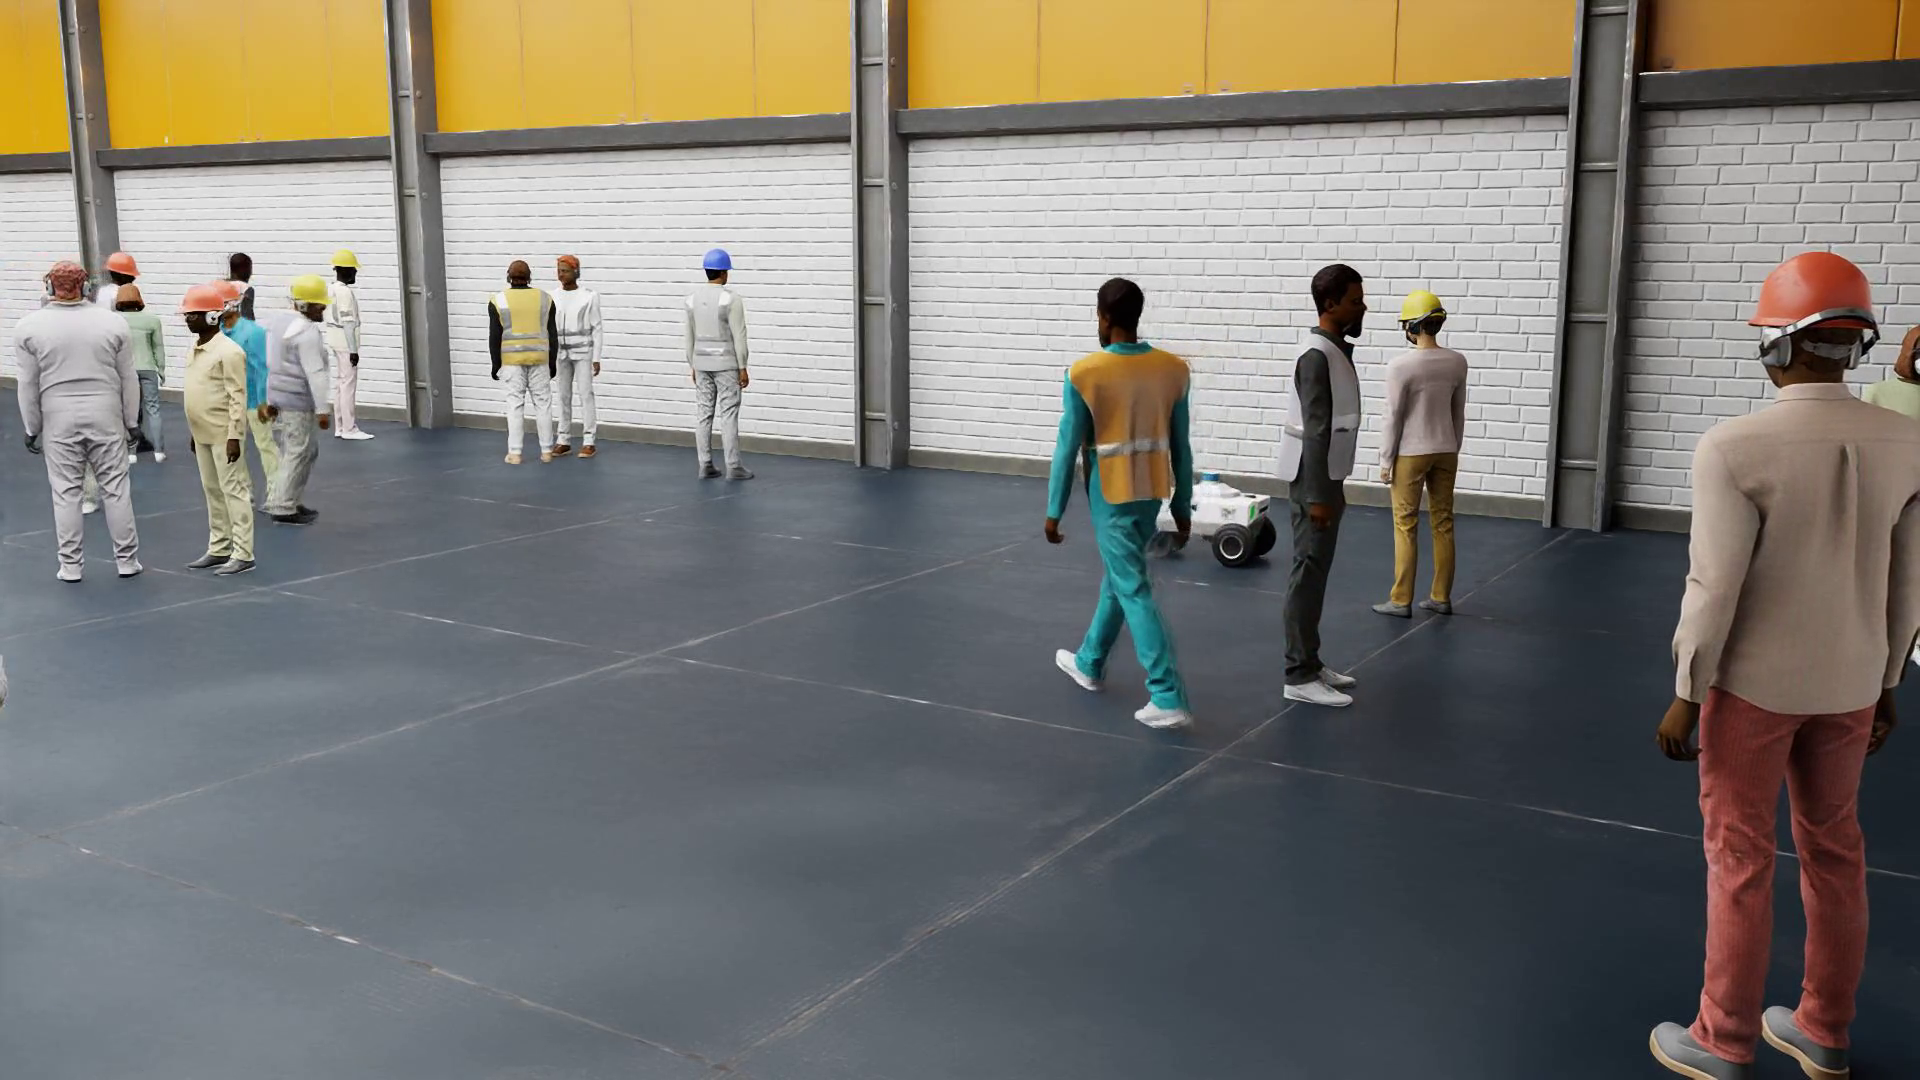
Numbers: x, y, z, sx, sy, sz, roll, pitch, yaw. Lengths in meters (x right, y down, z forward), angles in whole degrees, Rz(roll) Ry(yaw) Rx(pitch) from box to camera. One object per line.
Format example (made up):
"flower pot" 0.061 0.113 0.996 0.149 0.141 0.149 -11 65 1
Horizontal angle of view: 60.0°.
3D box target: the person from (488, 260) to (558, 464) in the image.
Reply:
"person" -3.962 -1.610 15.105 0.621 1.845 0.429 -5 11 -26

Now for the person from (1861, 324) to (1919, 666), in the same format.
"person" 4.510 -0.206 7.898 0.507 1.633 0.278 3 11 17

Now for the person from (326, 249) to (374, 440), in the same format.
"person" -6.227 -1.980 16.915 0.372 1.925 0.596 -7 12 -33

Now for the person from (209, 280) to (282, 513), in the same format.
"person" -5.318 -1.044 12.278 0.567 1.727 0.455 6 12 28

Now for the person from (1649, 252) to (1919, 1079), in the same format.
"person" 1.944 0.330 3.927 0.625 1.992 0.388 -2 10 -12

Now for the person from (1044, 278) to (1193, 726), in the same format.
"person" 0.684 -0.176 7.119 0.607 1.866 1.063 -5 12 -27

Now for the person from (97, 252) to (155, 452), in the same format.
"person" -7.885 -1.778 15.845 0.581 1.908 0.479 9 13 40

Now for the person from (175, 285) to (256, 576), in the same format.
"person" -4.536 -0.665 10.107 0.561 1.752 0.327 8 13 38

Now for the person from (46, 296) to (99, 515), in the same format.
"person" -6.554 -0.999 12.322 0.519 1.629 0.386 -1 10 -4

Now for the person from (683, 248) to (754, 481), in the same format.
"person" -2.037 -1.470 14.027 0.604 1.949 0.389 5 12 27

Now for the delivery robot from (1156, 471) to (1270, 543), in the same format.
"delivery robot" 1.585 -0.193 10.546 0.707 0.478 0.477 6 12 27

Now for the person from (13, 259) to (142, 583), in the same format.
"person" -5.213 -0.699 9.878 0.638 1.909 0.407 -6 12 -29

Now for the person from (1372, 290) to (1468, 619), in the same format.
"person" 2.468 -0.454 8.937 0.524 1.761 0.339 -4 11 -22

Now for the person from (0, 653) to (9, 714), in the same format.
"person" -3.424 0.236 5.477 0.372 1.627 0.519 4 11 20

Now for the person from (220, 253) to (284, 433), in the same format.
"person" -7.464 -2.043 17.387 0.621 1.874 0.818 5 11 27

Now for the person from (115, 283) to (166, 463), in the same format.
"person" -7.514 -1.518 15.169 0.507 1.633 0.277 -8 13 -37

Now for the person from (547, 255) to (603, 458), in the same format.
"person" -3.607 -1.703 15.504 0.575 1.882 0.361 3 11 15

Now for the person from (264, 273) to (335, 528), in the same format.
"person" -4.656 -0.977 11.733 0.538 1.790 0.612 -7 12 -35

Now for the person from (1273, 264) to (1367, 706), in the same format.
"person" 1.589 -0.248 7.342 0.391 1.920 0.587 3 11 18
